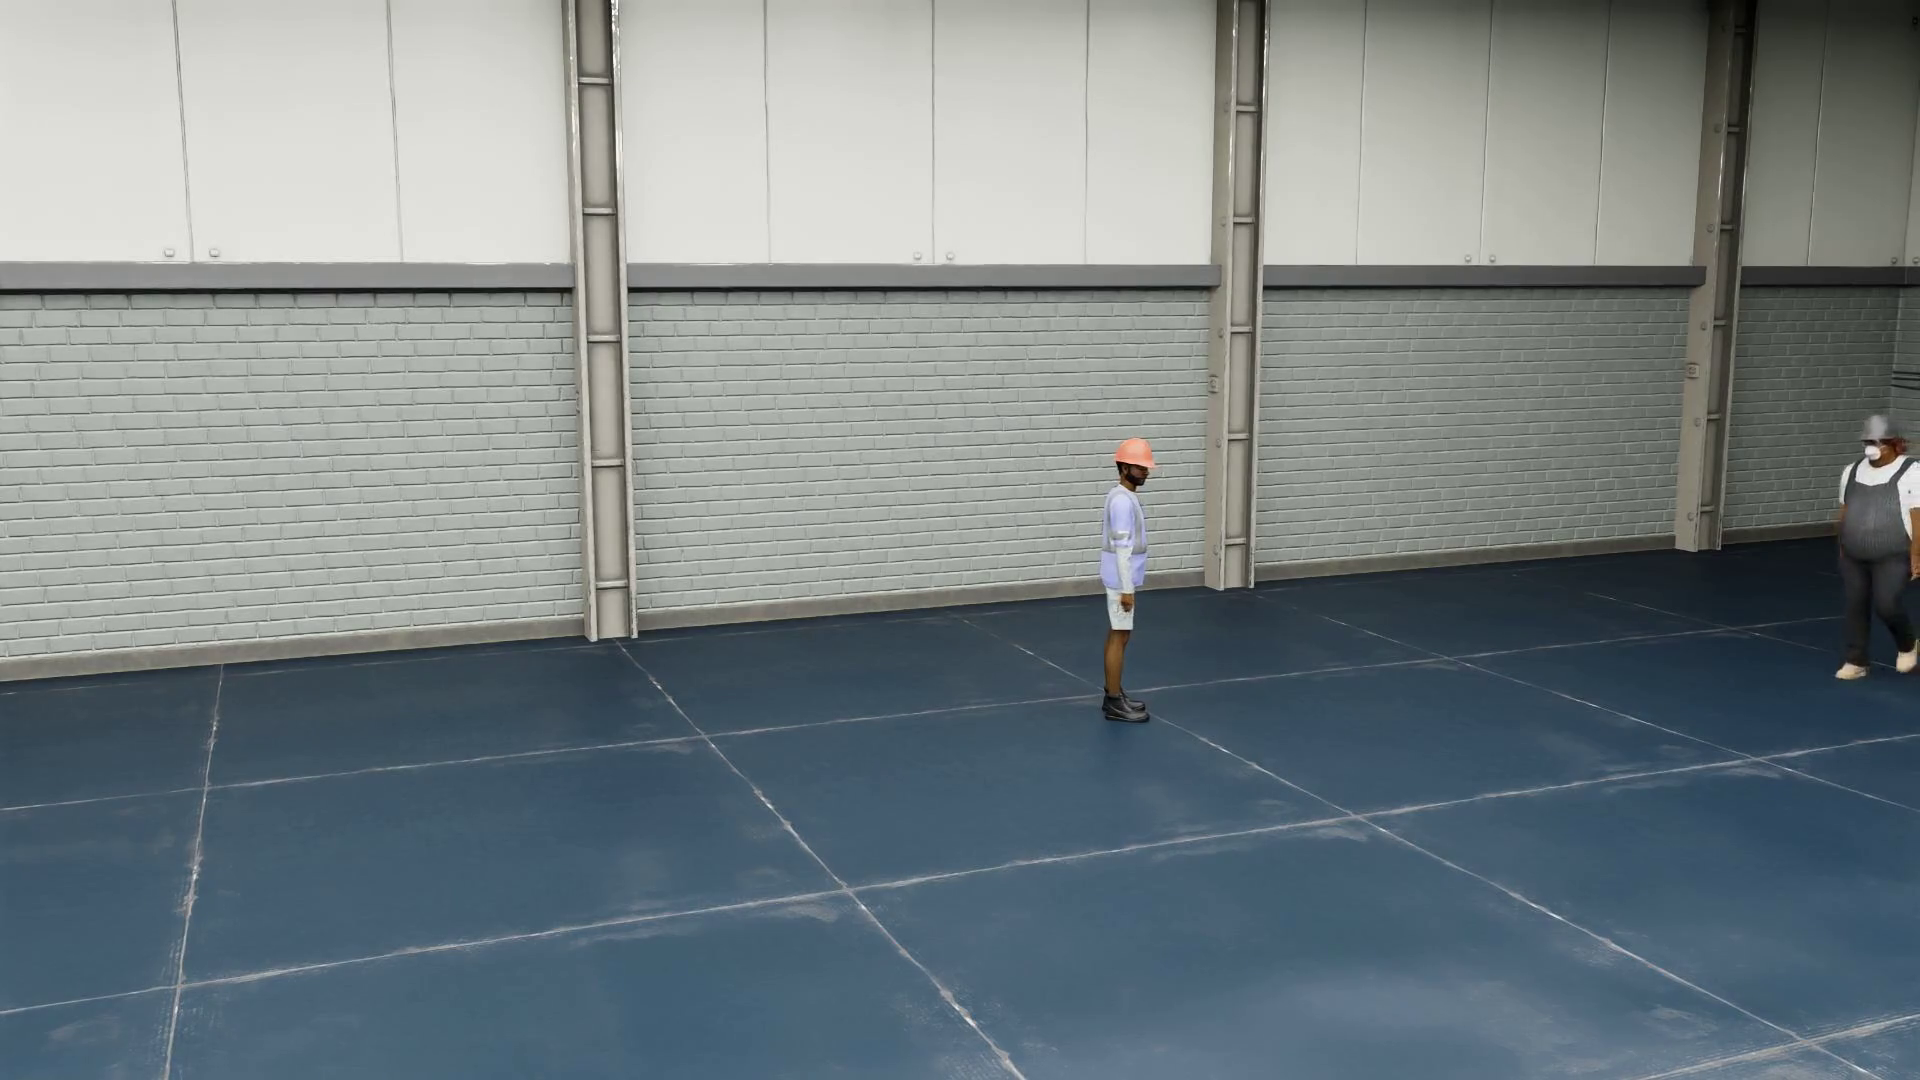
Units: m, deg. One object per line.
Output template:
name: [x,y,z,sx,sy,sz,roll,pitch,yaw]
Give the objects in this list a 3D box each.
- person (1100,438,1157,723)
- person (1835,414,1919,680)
person: [1.146,0.268,11.372,0.376,1.933,0.545,1,9,5]
person: [6.837,0.052,12.393,0.621,2.000,0.695,-5,10,-30]
